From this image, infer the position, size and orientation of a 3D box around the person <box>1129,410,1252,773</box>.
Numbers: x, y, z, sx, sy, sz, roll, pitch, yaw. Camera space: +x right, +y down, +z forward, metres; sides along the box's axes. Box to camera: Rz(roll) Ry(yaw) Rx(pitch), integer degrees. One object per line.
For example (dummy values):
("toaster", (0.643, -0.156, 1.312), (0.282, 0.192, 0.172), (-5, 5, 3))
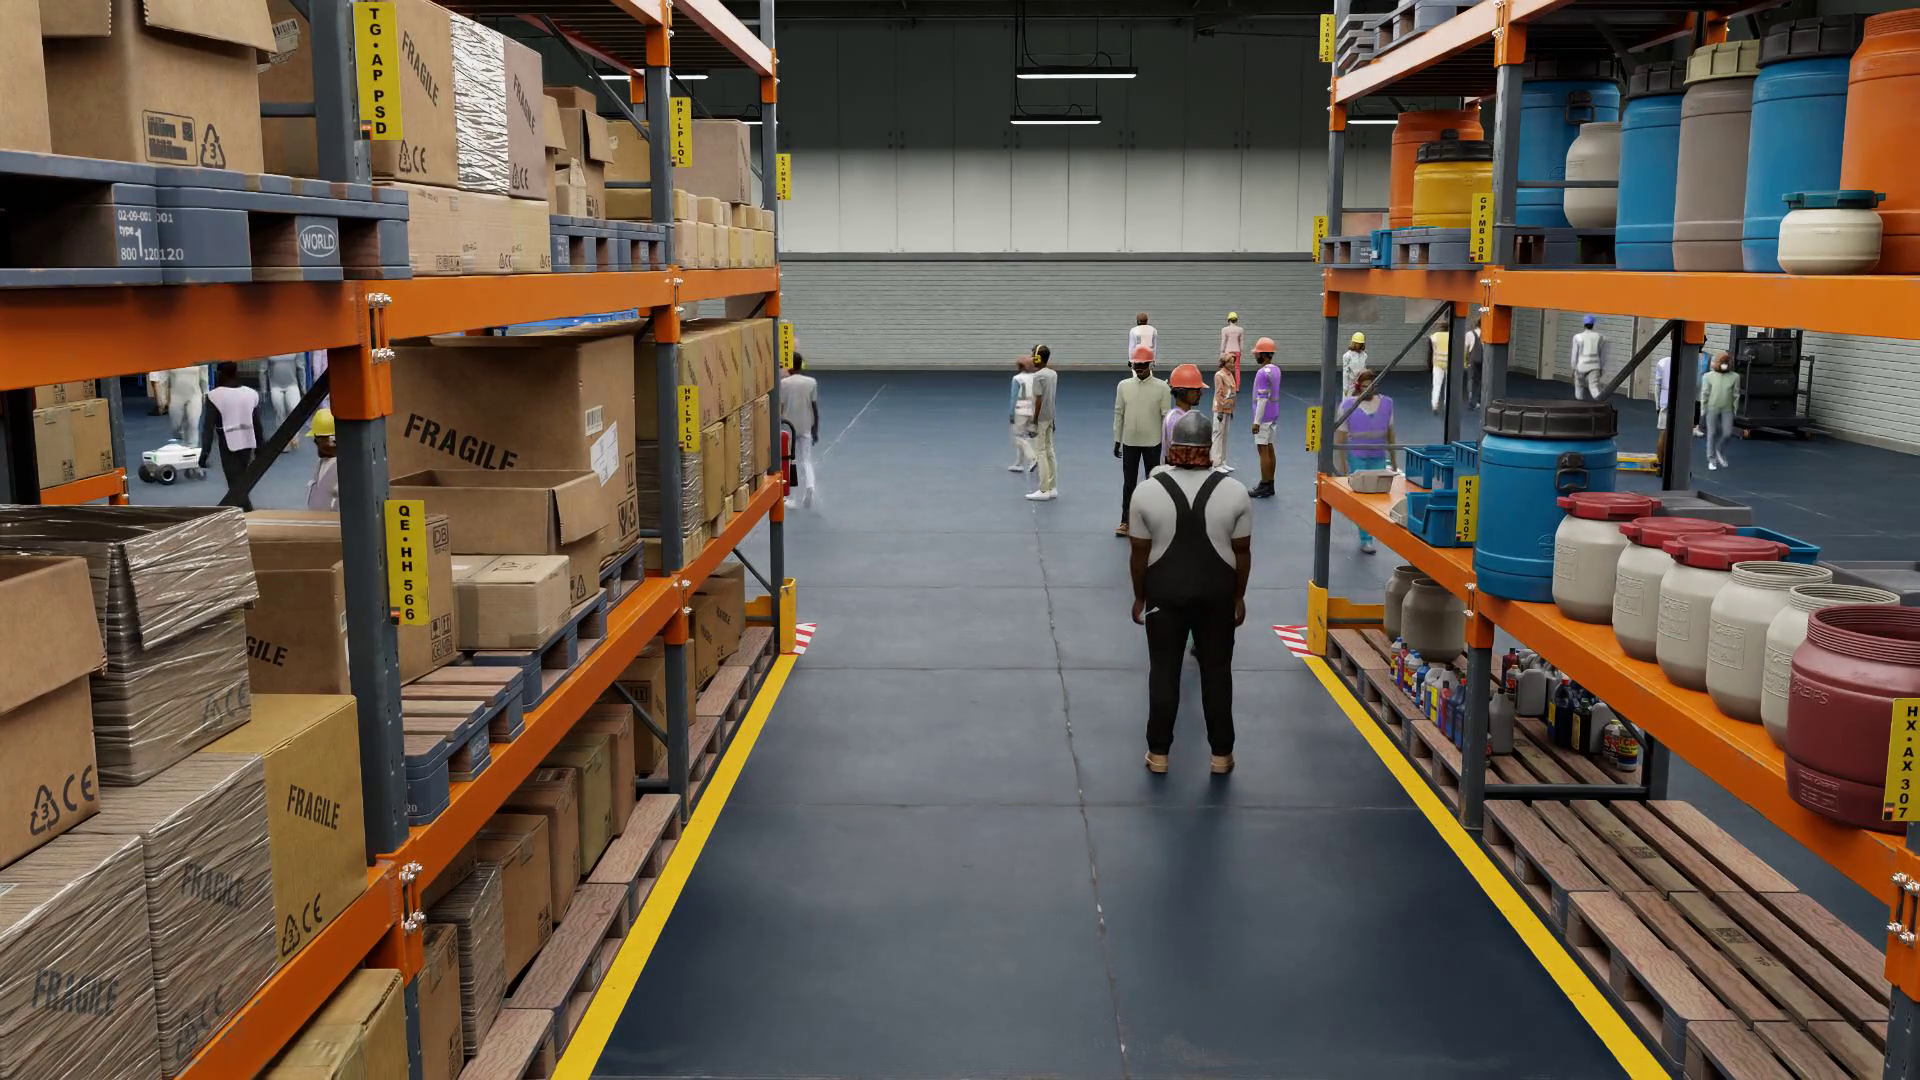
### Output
("person", (1.286, 0.304, 9.352), (0.673, 2.000, 0.536), (1, 10, 7))

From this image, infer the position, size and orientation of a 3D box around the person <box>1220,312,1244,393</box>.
("person", (5.969, -4.121, 36.550), (0.534, 1.767, 0.313), (-2, 10, -11))

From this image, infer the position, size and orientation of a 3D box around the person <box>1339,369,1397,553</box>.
("person", (4.010, -0.791, 16.453), (0.628, 1.811, 0.579), (-2, 10, -9))

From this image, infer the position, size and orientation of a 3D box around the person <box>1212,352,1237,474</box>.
("person", (3.591, -1.735, 22.642), (0.311, 1.639, 0.513), (5, 10, 25))

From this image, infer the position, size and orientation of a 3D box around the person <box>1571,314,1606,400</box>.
("person", (11.518, -3.174, 30.439), (0.620, 1.919, 0.850), (1, 10, 5))

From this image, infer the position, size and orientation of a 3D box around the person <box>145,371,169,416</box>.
("person", (-15.103, -3.308, 31.163), (0.366, 1.939, 0.542), (1, 10, 9))

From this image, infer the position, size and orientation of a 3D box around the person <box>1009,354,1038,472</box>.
("person", (0.881, -1.708, 22.531), (0.648, 1.622, 0.533), (9, 13, 42))

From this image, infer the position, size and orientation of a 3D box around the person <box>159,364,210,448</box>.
("person", (-10.835, -1.978, 23.279), (0.652, 1.911, 0.646), (-5, 10, -25))

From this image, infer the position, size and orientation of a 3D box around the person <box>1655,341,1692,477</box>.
("person", (9.526, -1.800, 22.133), (0.379, 1.938, 0.547), (-8, 12, -39))

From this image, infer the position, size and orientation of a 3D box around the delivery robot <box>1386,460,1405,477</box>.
("delivery robot", (5.029, -0.697, 19.506), (0.477, 0.478, 0.707), (-1, 10, -7))

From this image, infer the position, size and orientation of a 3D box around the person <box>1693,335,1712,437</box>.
("person", (12.071, -2.541, 27.309), (0.531, 1.692, 0.320), (-1, 10, -8))

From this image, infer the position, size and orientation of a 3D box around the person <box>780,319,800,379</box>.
("person", (-3.104, -2.922, 29.069), (0.653, 1.871, 0.959), (2, 10, 11))

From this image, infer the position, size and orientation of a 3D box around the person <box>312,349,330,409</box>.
("person", (-10.820, -2.837, 28.441), (0.407, 1.907, 0.647), (5, 10, 25))

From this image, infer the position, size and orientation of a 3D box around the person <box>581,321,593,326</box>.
("person", (-5.500, -2.259, 24.760), (0.638, 1.973, 0.439), (2, 10, 13))

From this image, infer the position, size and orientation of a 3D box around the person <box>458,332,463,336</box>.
("person", (-12.396, -5.122, 42.149), (0.719, 1.886, 0.628), (3, 10, 15))

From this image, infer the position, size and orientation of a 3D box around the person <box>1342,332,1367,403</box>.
("person", (6.316, -2.442, 26.573), (0.486, 1.740, 0.314), (-6, 11, -30))

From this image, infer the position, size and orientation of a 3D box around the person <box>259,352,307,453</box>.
("person", (-10.139, -2.255, 24.910), (0.661, 1.918, 0.656), (-4, 10, -21))

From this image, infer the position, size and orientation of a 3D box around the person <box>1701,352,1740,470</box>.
("person", (10.462, -1.771, 22.906), (0.501, 1.623, 0.358), (2, 10, 13))

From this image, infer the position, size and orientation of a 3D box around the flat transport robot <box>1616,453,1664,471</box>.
("flat transport robot", (9.107, -1.077, 22.916), (1.431, 0.197, 0.652), (4, 10, 20))

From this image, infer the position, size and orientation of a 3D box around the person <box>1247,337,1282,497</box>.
("person", (3.718, -1.506, 20.362), (0.349, 1.942, 0.545), (5, 11, 28))

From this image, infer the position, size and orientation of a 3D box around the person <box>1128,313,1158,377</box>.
("person", (3.643, -3.632, 33.392), (0.625, 1.846, 0.429), (-4, 10, -25))

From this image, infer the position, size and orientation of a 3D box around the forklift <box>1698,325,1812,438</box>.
("forklift", (13.248, -3.165, 27.620), (1.129, 2.768, 1.873), (0, 9, 1))

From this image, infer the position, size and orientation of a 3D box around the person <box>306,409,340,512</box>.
("person", (-4.410, -0.022, 11.823), (0.587, 1.826, 0.404), (9, 13, 44))

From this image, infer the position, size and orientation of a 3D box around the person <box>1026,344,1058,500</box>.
("person", (0.997, -1.427, 20.119), (0.309, 1.864, 0.534), (6, 11, 31))

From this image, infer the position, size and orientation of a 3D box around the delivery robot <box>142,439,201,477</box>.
("delivery robot", (-10.285, -1.072, 21.757), (0.477, 0.478, 0.707), (7, 12, 35))

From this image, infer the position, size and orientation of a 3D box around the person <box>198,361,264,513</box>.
("person", (-7.500, -0.917, 17.002), (0.825, 1.889, 0.598), (4, 10, 23))

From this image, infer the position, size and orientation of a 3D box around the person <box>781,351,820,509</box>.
("person", (-1.872, -1.262, 19.237), (0.579, 1.842, 0.701), (-3, 10, -17))

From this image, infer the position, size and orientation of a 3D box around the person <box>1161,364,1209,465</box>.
("person", (1.797, -0.392, 13.387), (0.370, 2.044, 0.608), (1, 10, 5))

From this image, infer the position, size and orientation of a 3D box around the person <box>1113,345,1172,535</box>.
("person", (1.898, -1.037, 17.390), (0.622, 1.994, 0.381), (4, 10, 21))

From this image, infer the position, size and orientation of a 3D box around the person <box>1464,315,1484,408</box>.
("person", (10.148, -3.489, 32.614), (0.519, 1.825, 0.714), (3, 10, 19))

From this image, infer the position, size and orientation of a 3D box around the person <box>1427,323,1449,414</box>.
("person", (9.176, -3.302, 31.551), (0.638, 1.804, 0.936), (5, 11, 26))

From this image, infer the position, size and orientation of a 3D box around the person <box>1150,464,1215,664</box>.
("person", (1.597, 0.018, 11.841), (0.518, 1.737, 0.607), (2, 10, 15))
